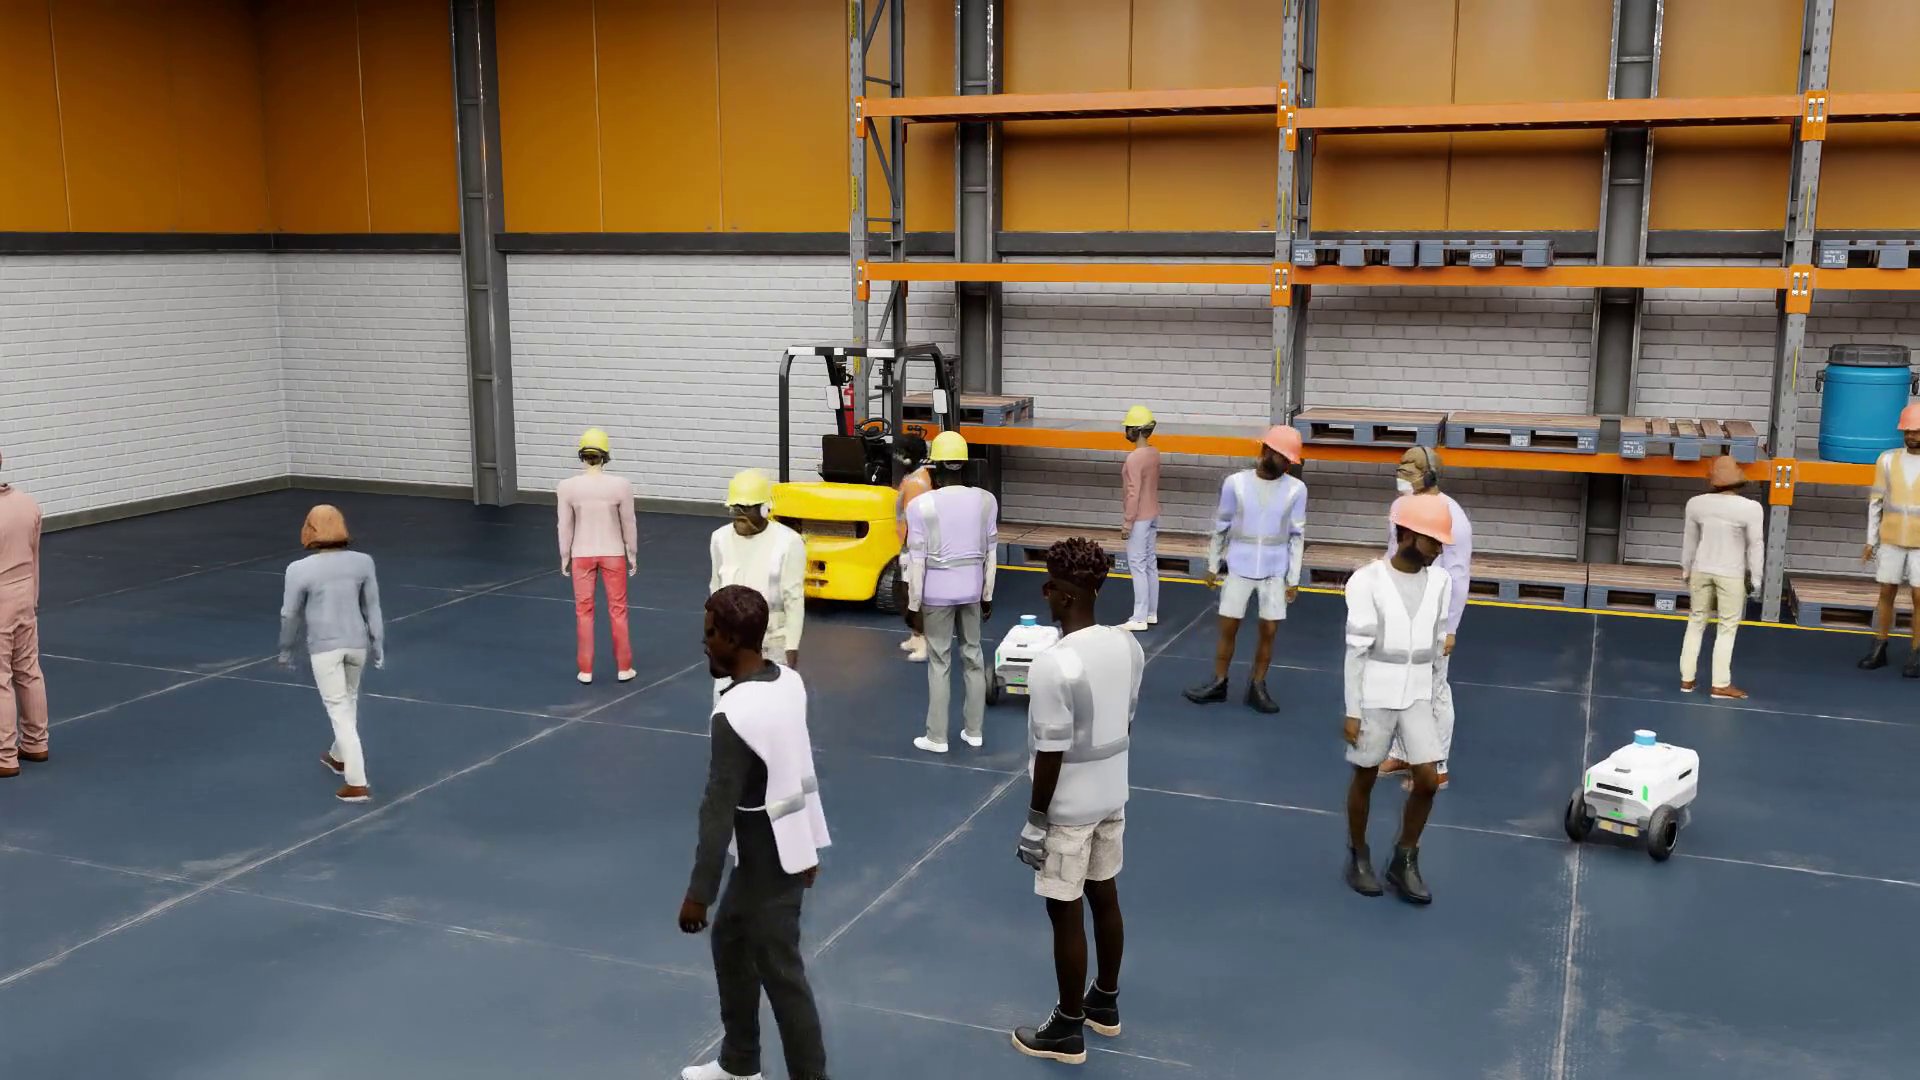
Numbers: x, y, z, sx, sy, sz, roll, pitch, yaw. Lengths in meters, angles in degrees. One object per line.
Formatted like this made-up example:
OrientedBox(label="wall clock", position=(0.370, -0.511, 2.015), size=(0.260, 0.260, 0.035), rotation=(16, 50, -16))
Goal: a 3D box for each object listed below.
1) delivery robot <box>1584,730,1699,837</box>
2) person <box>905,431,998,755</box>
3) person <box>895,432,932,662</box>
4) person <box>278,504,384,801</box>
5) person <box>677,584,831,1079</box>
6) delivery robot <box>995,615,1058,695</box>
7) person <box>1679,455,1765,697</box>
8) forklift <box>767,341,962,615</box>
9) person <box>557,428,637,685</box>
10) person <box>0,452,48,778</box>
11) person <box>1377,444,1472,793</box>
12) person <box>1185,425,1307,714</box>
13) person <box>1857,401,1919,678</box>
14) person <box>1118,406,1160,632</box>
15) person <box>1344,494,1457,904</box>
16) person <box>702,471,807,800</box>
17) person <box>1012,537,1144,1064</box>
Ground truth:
OrientedBox(label="delivery robot", position=(3.469, 1.211, 8.452), size=(0.477, 0.478, 0.707), rotation=(10, 14, 43))
OrientedBox(label="person", position=(-0.060, 0.315, 9.880), size=(0.588, 1.927, 0.370), rotation=(-5, 11, -27))
OrientedBox(label="person", position=(-0.294, 0.042, 12.121), size=(0.371, 1.676, 0.584), rotation=(1, 10, 6))
OrientedBox(label="person", position=(-3.490, 0.604, 9.182), size=(0.830, 1.596, 0.506), rotation=(8, 13, 39))
OrientedBox(label="person", position=(-0.762, 1.088, 5.662), size=(0.750, 1.891, 0.605), rotation=(1, 10, 8))
OrientedBox(label="delivery robot", position=(0.450, 0.742, 11.062), size=(0.477, 0.478, 0.707), rotation=(2, 10, 10))
OrientedBox(label="person", position=(5.060, 0.251, 11.086), size=(0.296, 1.628, 0.537), rotation=(-9, 13, -41))
OrientedBox(label="forklift", position=(-0.739, -0.602, 14.246), size=(1.214, 2.155, 2.313), rotation=(4, 11, 21))
OrientedBox(label="person", position=(-2.486, 0.114, 11.449), size=(0.533, 1.767, 0.326), rotation=(-2, 10, -9))
OrientedBox(label="person", position=(-5.506, 0.399, 9.473), size=(0.409, 1.909, 0.642), rotation=(1, 10, 6))
OrientedBox(label="person", position=(2.551, 0.429, 9.216), size=(0.353, 1.936, 0.635), rotation=(-4, 11, -20))
OrientedBox(label="person", position=(1.848, 0.190, 10.698), size=(0.721, 1.885, 0.472), rotation=(2, 10, 9))
OrientedBox(label="person", position=(6.637, -0.005, 11.640), size=(0.372, 1.935, 0.551), rotation=(-10, 14, -44))
OrientedBox(label="person", position=(1.390, -0.166, 13.008), size=(0.312, 1.767, 0.533), rotation=(5, 11, 27))
OrientedBox(label="person", position=(1.994, 0.736, 7.595), size=(0.584, 1.902, 0.632), rotation=(-2, 10, -10))
OrientedBox(label="person", position=(-1.139, 0.533, 9.015), size=(0.597, 1.806, 0.738), rotation=(3, 11, 15))
OrientedBox(label="person", position=(0.431, 0.958, 6.189), size=(0.367, 1.966, 0.607), rotation=(8, 13, 36))
